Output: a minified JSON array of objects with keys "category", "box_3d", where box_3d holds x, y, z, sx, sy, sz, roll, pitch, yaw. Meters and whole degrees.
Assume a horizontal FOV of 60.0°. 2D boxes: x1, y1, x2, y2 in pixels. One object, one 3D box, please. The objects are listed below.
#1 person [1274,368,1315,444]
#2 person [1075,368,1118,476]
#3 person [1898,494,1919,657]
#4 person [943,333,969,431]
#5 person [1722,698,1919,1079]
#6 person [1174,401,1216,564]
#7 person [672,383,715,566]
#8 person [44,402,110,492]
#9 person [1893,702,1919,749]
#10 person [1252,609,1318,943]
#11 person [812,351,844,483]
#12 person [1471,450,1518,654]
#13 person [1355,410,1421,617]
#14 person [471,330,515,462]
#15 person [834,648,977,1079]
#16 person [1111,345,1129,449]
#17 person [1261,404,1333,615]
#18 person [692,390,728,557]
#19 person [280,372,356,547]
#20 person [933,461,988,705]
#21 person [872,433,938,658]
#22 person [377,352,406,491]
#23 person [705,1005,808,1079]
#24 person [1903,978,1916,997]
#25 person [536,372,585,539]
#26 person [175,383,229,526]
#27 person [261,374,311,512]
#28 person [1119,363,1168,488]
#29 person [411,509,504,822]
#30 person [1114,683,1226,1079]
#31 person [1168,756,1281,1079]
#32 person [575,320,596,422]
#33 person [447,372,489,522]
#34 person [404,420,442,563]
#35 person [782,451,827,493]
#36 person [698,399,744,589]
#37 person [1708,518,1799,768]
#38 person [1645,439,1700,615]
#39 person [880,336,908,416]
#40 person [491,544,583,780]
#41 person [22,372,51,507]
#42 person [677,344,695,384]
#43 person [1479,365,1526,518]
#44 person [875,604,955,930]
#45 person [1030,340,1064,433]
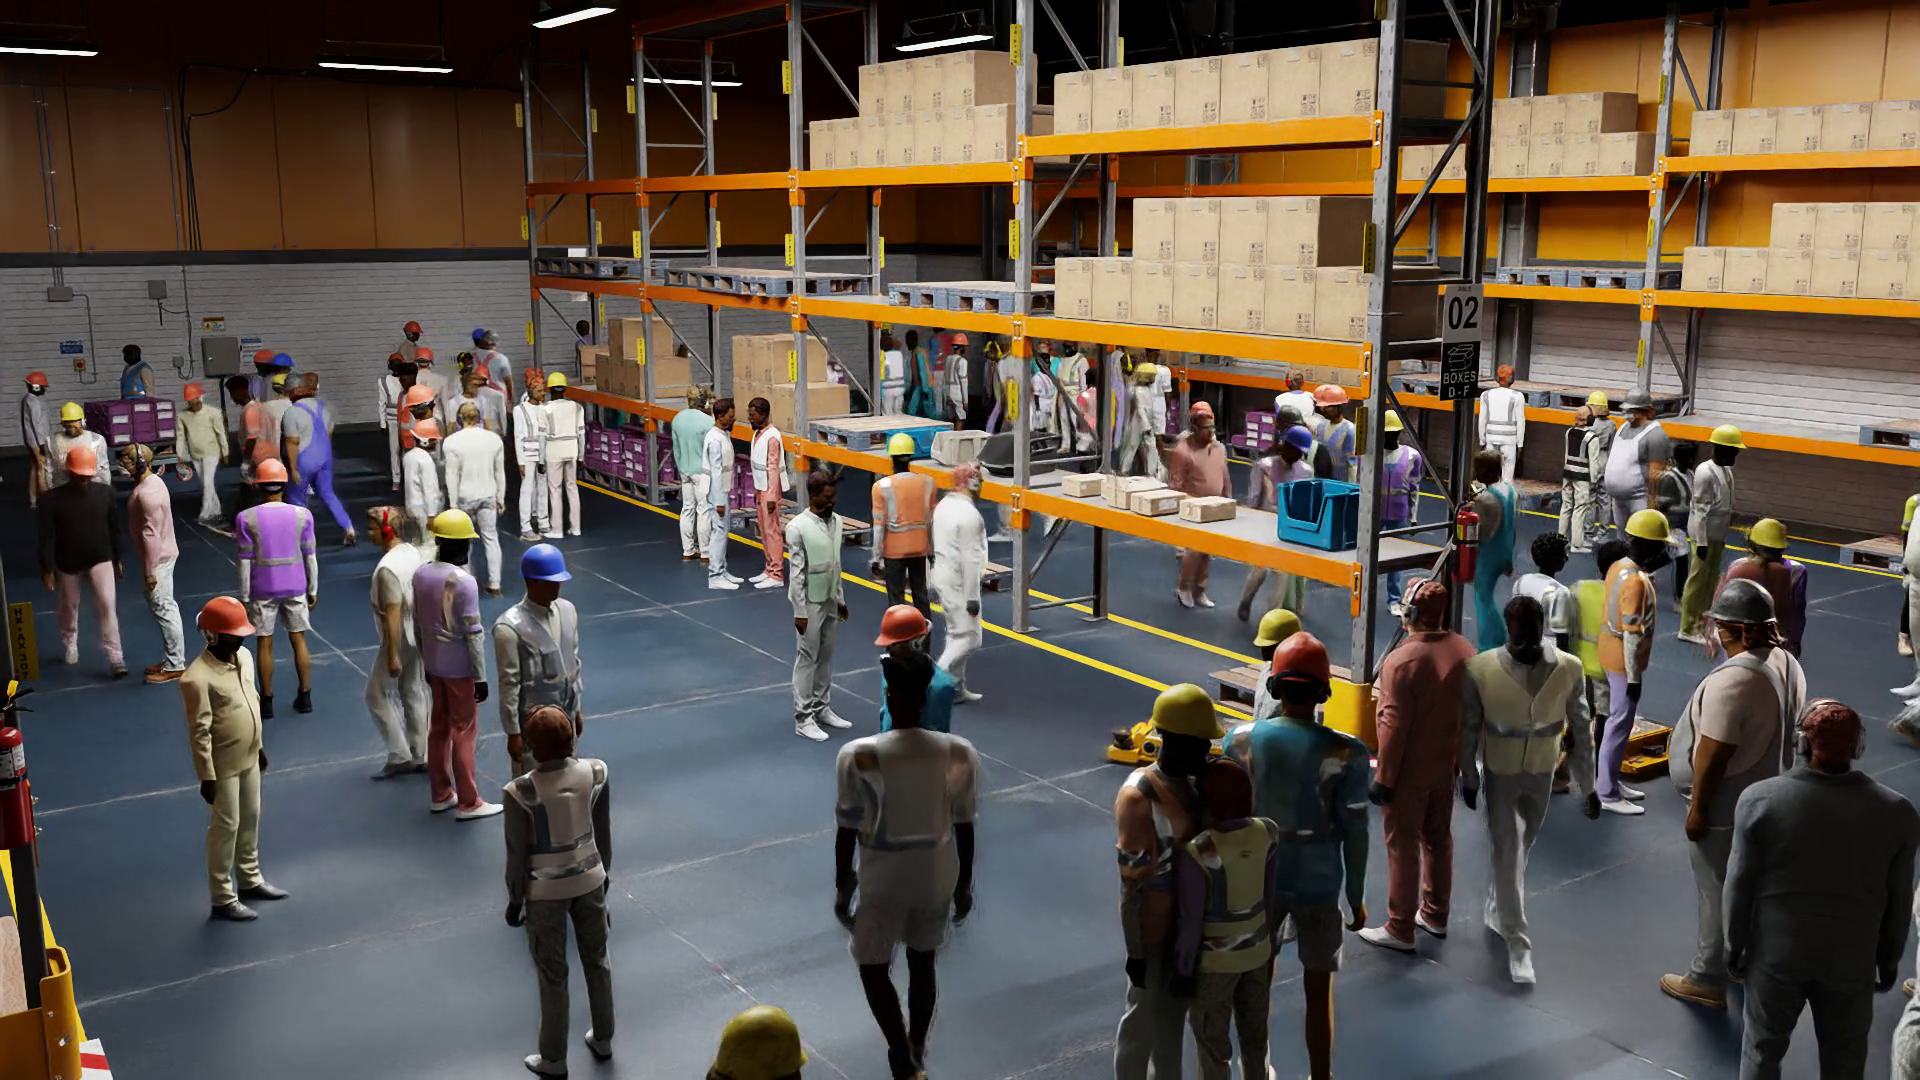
[{"category":"person","box_3d":[4.088,-1.172,20.349,0.564,1.846,0.390,-4,12,-18]},{"category":"person","box_3d":[1.822,-1.474,22.329,0.546,1.669,0.593,-9,14,-40]},{"category":"person","box_3d":[8.169,0.159,13.942,0.535,1.691,0.320,3,11,15]},{"category":"person","box_3d":[-0.030,-2.174,25.270,0.387,1.930,0.545,-7,13,-32]},{"category":"person","box_3d":[3.258,1.535,6.366,0.645,1.900,0.399,4,12,19]},{"category":"person","box_3d":[2.533,-0.610,17.736,0.567,1.744,0.350,-7,13,-33]},{"category":"person","box_3d":[-2.779,-0.692,17.658,0.629,1.940,0.372,9,14,37]},{"category":"person","box_3d":[-8.934,-0.485,16.863,0.587,1.835,0.404,-6,12,-27]},{"category":"person","box_3d":[6.774,0.619,11.204,0.599,1.851,0.891,-7,13,-31]},{"category":"person","box_3d":[1.625,1.196,8.515,0.305,1.737,0.484,-4,12,-20]},{"category":"person","box_3d":[-1.907,-1.727,23.054,0.568,1.886,0.977,-4,12,-19]},{"category":"person","box_3d":[4.282,0.174,13.515,0.517,1.820,0.396,-9,14,-39]},{"category":"person","box_3d":[3.948,-0.244,15.396,0.585,1.927,0.366,2,11,9]},{"category":"person","box_3d":[-7.007,-2.152,24.863,0.723,2.000,0.559,1,11,7]},{"category":"person","box_3d":[-0.204,1.416,6.855,0.611,1.947,0.680,-4,12,-18]},{"category":"person","box_3d":[2.524,-2.357,26.457,0.350,1.835,0.519,-7,13,-33]},{"category":"person","box_3d":[2.973,-0.264,15.204,0.685,2.000,0.660,-5,12,-23]},{"category":"person","box_3d":[-2.745,-0.715,18.046,0.563,1.840,0.388,-6,13,-28]},{"category":"person","box_3d":[-7.221,-0.898,18.445,0.900,2.000,0.715,4,12,21]},{"category":"person","box_3d":[-0.063,0.349,12.477,0.564,1.890,0.675,-4,12,-21]},{"category":"person","box_3d":[-0.464,0.077,13.748,0.593,1.924,0.381,-6,12,-27]},{"category":"person","box_3d":[-7.526,-1.587,22.413,0.576,1.877,0.341,-3,11,-15]},{"category":"person","box_3d":[-0.526,2.024,4.295,0.490,1.730,0.324,6,12,27]},{"category":"person","box_3d":[4.764,1.210,7.784,0.609,1.993,0.382,-9,14,-39]},{"category":"person","box_3d":[-4.601,-0.968,19.142,0.589,1.915,0.410,-9,14,-40]},{"category":"person","box_3d":[-9.115,-1.015,19.864,0.574,1.715,0.830,2,11,11]},{"category":"person","box_3d":[-8.322,-1.168,20.542,0.527,1.765,0.328,-3,11,-15]},{"category":"person","box_3d":[2.485,-1.542,22.571,0.707,1.705,0.540,7,13,33]},{"category":"person","box_3d":[-3.101,0.763,10.245,0.594,1.922,0.386,9,14,37]},{"category":"person","box_3d":[0.831,1.492,6.540,0.390,1.922,0.589,9,14,39]},{"category":"person","box_3d":[1.034,1.640,6.493,0.513,1.637,0.313,-8,13,-35]},{"category":"person","box_3d":[-6.375,-2.800,28.462,0.369,1.933,0.627,3,12,17]},{"category":"person","box_3d":[-5.955,-1.126,20.175,0.600,1.838,0.444,-10,15,-41]},{"category":"person","box_3d":[-5.212,-0.312,16.214,0.359,1.740,0.654,-8,13,-34]},{"category":"person","box_3d":[-2.120,-1.614,22.465,0.638,1.912,0.883,5,12,25]},{"category":"person","box_3d":[-2.387,-0.456,16.540,0.410,1.908,0.598,0,11,-2]},{"category":"person","box_3d":[5.320,0.709,11.022,0.526,1.726,0.844,-7,13,-33]},{"category":"person","box_3d":[6.626,-0.142,15.582,0.533,1.659,0.829,-10,15,-43]},{"category":"person","box_3d":[-1.072,-2.313,26.261,0.657,1.818,0.544,-8,14,-36]},{"category":"person","box_3d":[-2.288,0.970,9.149,0.410,1.938,0.606,6,13,28]},{"category":"person","box_3d":[-11.669,-1.259,21.106,0.382,1.730,0.579,-8,14,-35]},{"category":"person","box_3d":[-4.470,-2.418,27.295,0.462,1.616,0.535,6,13,29]},{"category":"person","box_3d":[6.649,-1.204,20.408,0.572,1.887,0.356,9,14,40]},{"category":"person","box_3d":[-0.260,1.181,8.581,0.349,1.740,0.575,-8,14,-35]},{"category":"person","box_3d":[1.303,-2.127,25.389,0.611,1.829,0.654,7,13,33]}]
